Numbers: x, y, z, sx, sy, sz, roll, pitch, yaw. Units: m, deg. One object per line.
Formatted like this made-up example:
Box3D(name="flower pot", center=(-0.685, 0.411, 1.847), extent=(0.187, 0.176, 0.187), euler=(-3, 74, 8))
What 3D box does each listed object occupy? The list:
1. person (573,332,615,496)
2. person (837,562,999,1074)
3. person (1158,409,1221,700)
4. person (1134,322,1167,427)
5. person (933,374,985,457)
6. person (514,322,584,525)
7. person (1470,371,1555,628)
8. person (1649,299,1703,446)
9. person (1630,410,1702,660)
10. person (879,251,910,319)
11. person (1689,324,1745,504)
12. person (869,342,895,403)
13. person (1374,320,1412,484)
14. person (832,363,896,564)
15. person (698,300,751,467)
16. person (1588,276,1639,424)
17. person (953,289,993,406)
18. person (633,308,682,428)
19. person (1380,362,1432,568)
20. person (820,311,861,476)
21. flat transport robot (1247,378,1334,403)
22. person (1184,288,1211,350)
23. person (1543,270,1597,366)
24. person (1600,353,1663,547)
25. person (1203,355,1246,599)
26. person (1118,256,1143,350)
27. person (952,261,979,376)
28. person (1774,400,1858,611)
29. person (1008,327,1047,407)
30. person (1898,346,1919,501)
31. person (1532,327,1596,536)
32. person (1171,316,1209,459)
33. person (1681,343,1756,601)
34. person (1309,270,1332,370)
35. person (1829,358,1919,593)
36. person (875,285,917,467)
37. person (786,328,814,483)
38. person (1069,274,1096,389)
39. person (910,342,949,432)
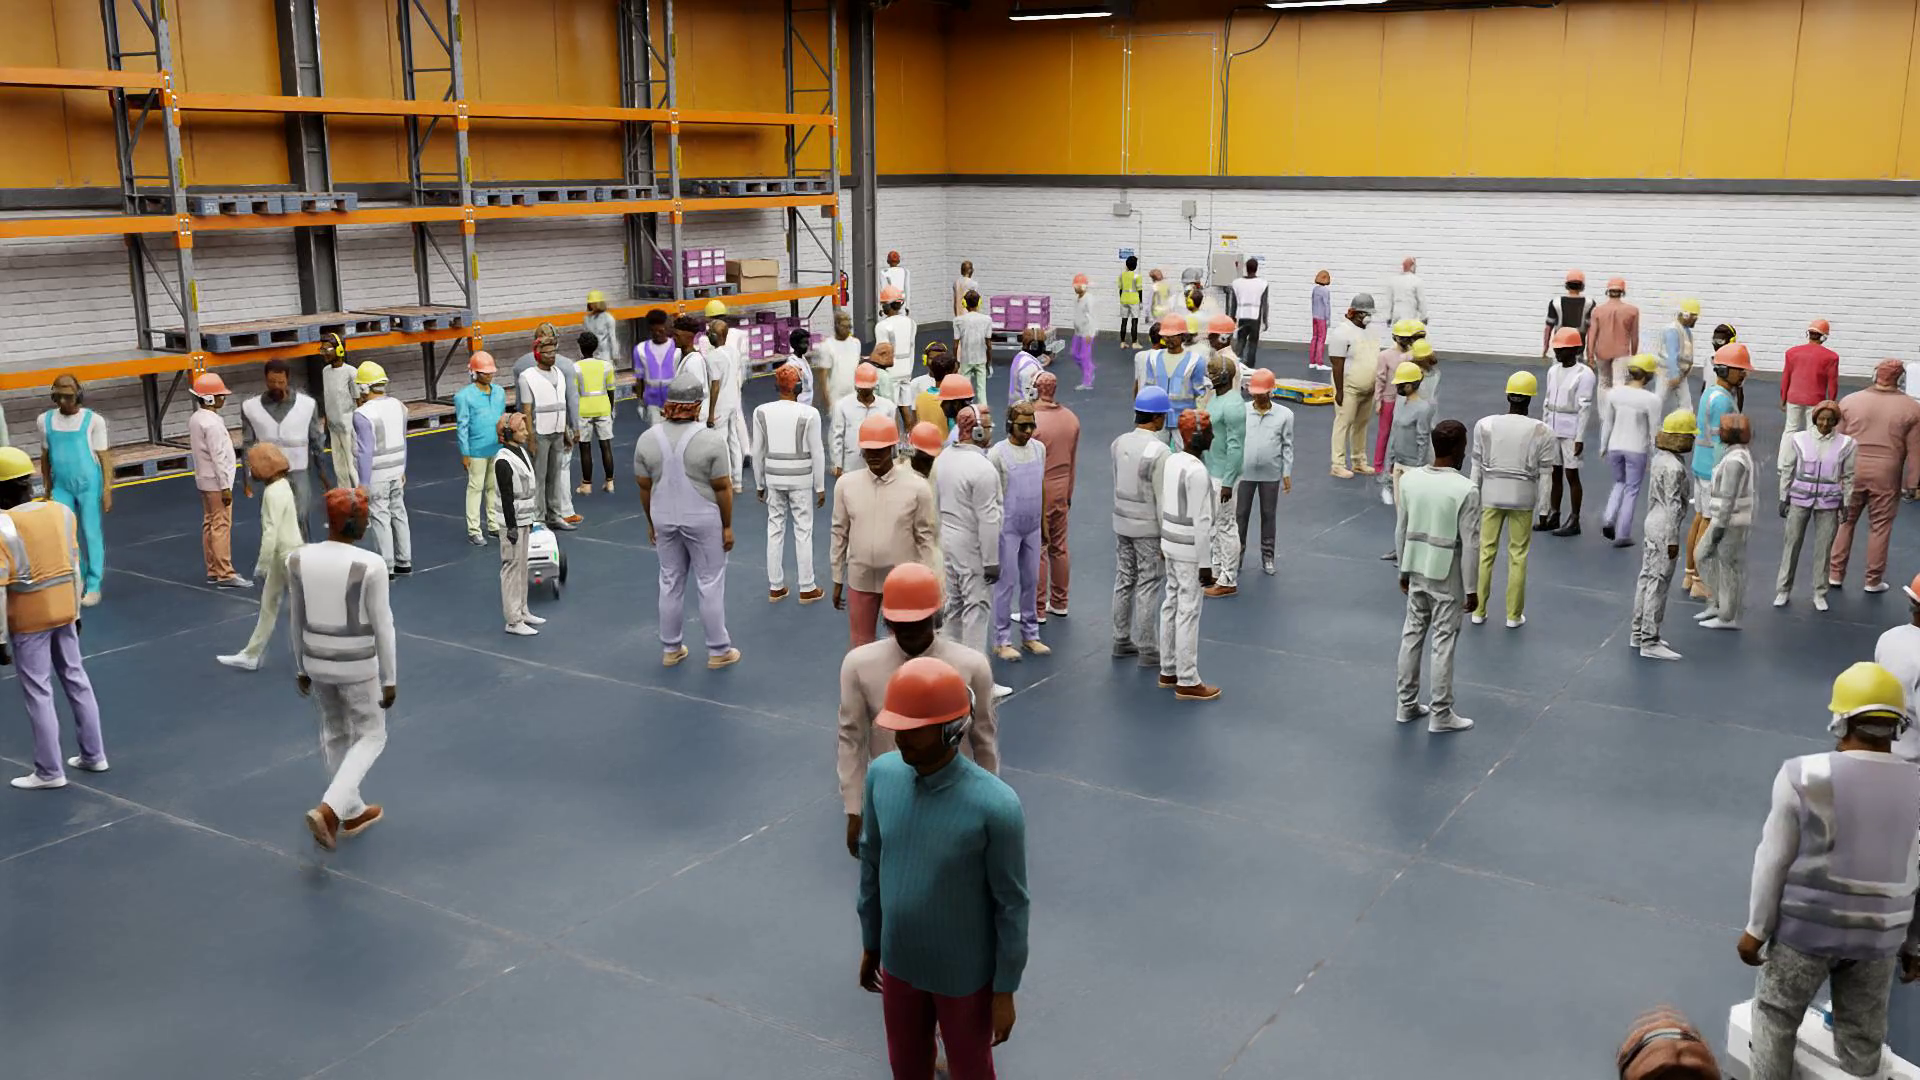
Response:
Box3D(name="person", center=(-3.818, -1.306, 17.224), extent=(0.542, 1.695, 0.316), euler=(-9, 16, -35))
Box3D(name="person", center=(-0.176, 1.048, 6.449), extent=(0.602, 1.939, 1.047), euler=(2, 13, 9))
Box3D(name="person", center=(1.481, 0.090, 10.760), extent=(0.354, 1.883, 0.572), euler=(-3, 13, -14))
Box3D(name="person", center=(1.954, -1.256, 16.671), extent=(0.344, 1.857, 0.525), euler=(-12, 18, -42))
Box3D(name="person", center=(-0.005, -0.256, 12.171), extent=(0.383, 1.928, 0.545), euler=(3, 13, 14))
Box3D(name="person", center=(-3.882, -1.085, 15.736), extent=(0.635, 1.937, 0.352), euler=(4, 13, 15))
Box3D(name="person", center=(4.088, -0.295, 12.367), extent=(0.586, 1.920, 0.384), euler=(7, 15, 27))
Box3D(name="person", center=(8.674, -1.994, 20.013), extent=(0.686, 1.777, 0.893), euler=(-12, 18, -43))
Box3D(name="person", center=(4.958, -0.045, 11.654), extent=(0.311, 1.743, 0.493), euler=(2, 13, 9))
Box3D(name="person", center=(-1.124, -4.003, 28.516), extent=(0.574, 1.882, 0.358), euler=(-7, 15, -27))
Box3D(name="person", center=(7.554, -1.224, 16.545), extent=(0.349, 1.855, 0.532), euler=(-5, 14, -20))
Box3D(name="person", center=(-0.784, -1.191, 16.863), extent=(0.280, 1.632, 0.501), euler=(-4, 13, -15))
Box3D(name="person", center=(4.697, -1.476, 17.810), extent=(0.533, 1.767, 0.324), euler=(-3, 13, -13))
Box3D(name="person", center=(-0.812, -0.659, 14.312), extent=(0.561, 1.742, 0.337), euler=(-3, 13, -12))
Box3D(name="person", center=(-2.653, -1.771, 18.838), extent=(0.592, 1.887, 0.957), euler=(-7, 15, -29))
Box3D(name="person", center=(8.417, -2.418, 21.475), extent=(0.607, 1.966, 0.885), euler=(7, 15, 27))
Box3D(name="person", center=(0.157, -2.173, 20.639), extent=(0.509, 1.860, 0.334), euler=(-1, 13, -5))
Box3D(name="person", center=(-3.076, -1.447, 17.326), extent=(0.622, 1.938, 0.458), euler=(0, 13, 2))
Box3D(name="person", center=(3.820, -0.646, 14.242), extent=(0.343, 1.755, 0.531), euler=(-3, 13, -14))
Box3D(name="person", center=(-1.238, -1.556, 18.014), extent=(0.549, 1.823, 0.633), euler=(-8, 15, -32))
Box3D(name="flat transport robot", center=(4.906, -2.171, 24.100), extent=(0.652, 0.197, 1.431), euler=(-9, 16, -34))
Box3D(name="person", center=(2.945, -2.209, 20.814), extent=(0.536, 1.853, 0.456), euler=(-9, 16, -34))
Box3D(name="person", center=(8.068, -2.567, 22.035), extent=(0.635, 1.988, 1.032), euler=(5, 14, 20))
Box3D(name="person", center=(6.024, -0.802, 14.906), extent=(0.381, 1.751, 0.550), euler=(-9, 16, -35))
Box3D(name="person", center=(2.069, -0.506, 13.222), extent=(0.358, 1.938, 0.636), euler=(-1, 13, -5))
Box3D(name="person", center=(3.114, -4.315, 30.279), extent=(0.533, 1.697, 0.318), euler=(11, 17, 40))
Box3D(name="person", center=(0.114, -3.555, 26.688), extent=(0.506, 1.836, 0.371), euler=(12, 17, 41))
Box3D(name="person", center=(6.609, -0.271, 12.867), extent=(0.511, 1.637, 0.307), euler=(6, 14, 24))
Box3D(name="person", center=(0.692, -1.165, 16.328), extent=(0.429, 1.836, 0.631), euler=(-1, 13, -4))
Box3D(name="person", center=(9.779, -1.236, 16.948), extent=(0.320, 1.686, 0.538), euler=(-5, 14, -22))
Box3D(name="person", center=(5.584, -1.002, 15.410), extent=(0.380, 1.933, 0.544), euler=(-5, 14, -23))
Box3D(name="person", center=(2.584, -1.683, 18.818), extent=(0.537, 1.715, 0.931), euler=(8, 15, 30))
Box3D(name="person", center=(5.983, -0.534, 13.128), extent=(0.380, 2.040, 0.605), euler=(3, 13, 13))
Box3D(name="person", center=(5.962, -3.630, 27.436), extent=(0.284, 1.636, 0.500), euler=(-4, 14, -17))
Box3D(name="person", center=(7.352, -0.515, 13.364), extent=(0.658, 1.897, 0.405), euler=(9, 16, 35))
Box3D(name="person", center=(-0.758, -1.853, 18.835), extent=(0.388, 2.045, 0.605), euler=(11, 17, 38))
Box3D(name="person", center=(-1.707, -1.395, 17.614), extent=(0.317, 1.693, 0.540), euler=(1, 13, 5))
Box3D(name="person", center=(1.849, -3.136, 25.074), extent=(0.397, 1.738, 0.578), euler=(-6, 14, -24))
Box3D(name="person", center=(-0.209, -0.836, 14.818), extent=(0.513, 1.867, 0.328), euler=(-10, 16, -36))
